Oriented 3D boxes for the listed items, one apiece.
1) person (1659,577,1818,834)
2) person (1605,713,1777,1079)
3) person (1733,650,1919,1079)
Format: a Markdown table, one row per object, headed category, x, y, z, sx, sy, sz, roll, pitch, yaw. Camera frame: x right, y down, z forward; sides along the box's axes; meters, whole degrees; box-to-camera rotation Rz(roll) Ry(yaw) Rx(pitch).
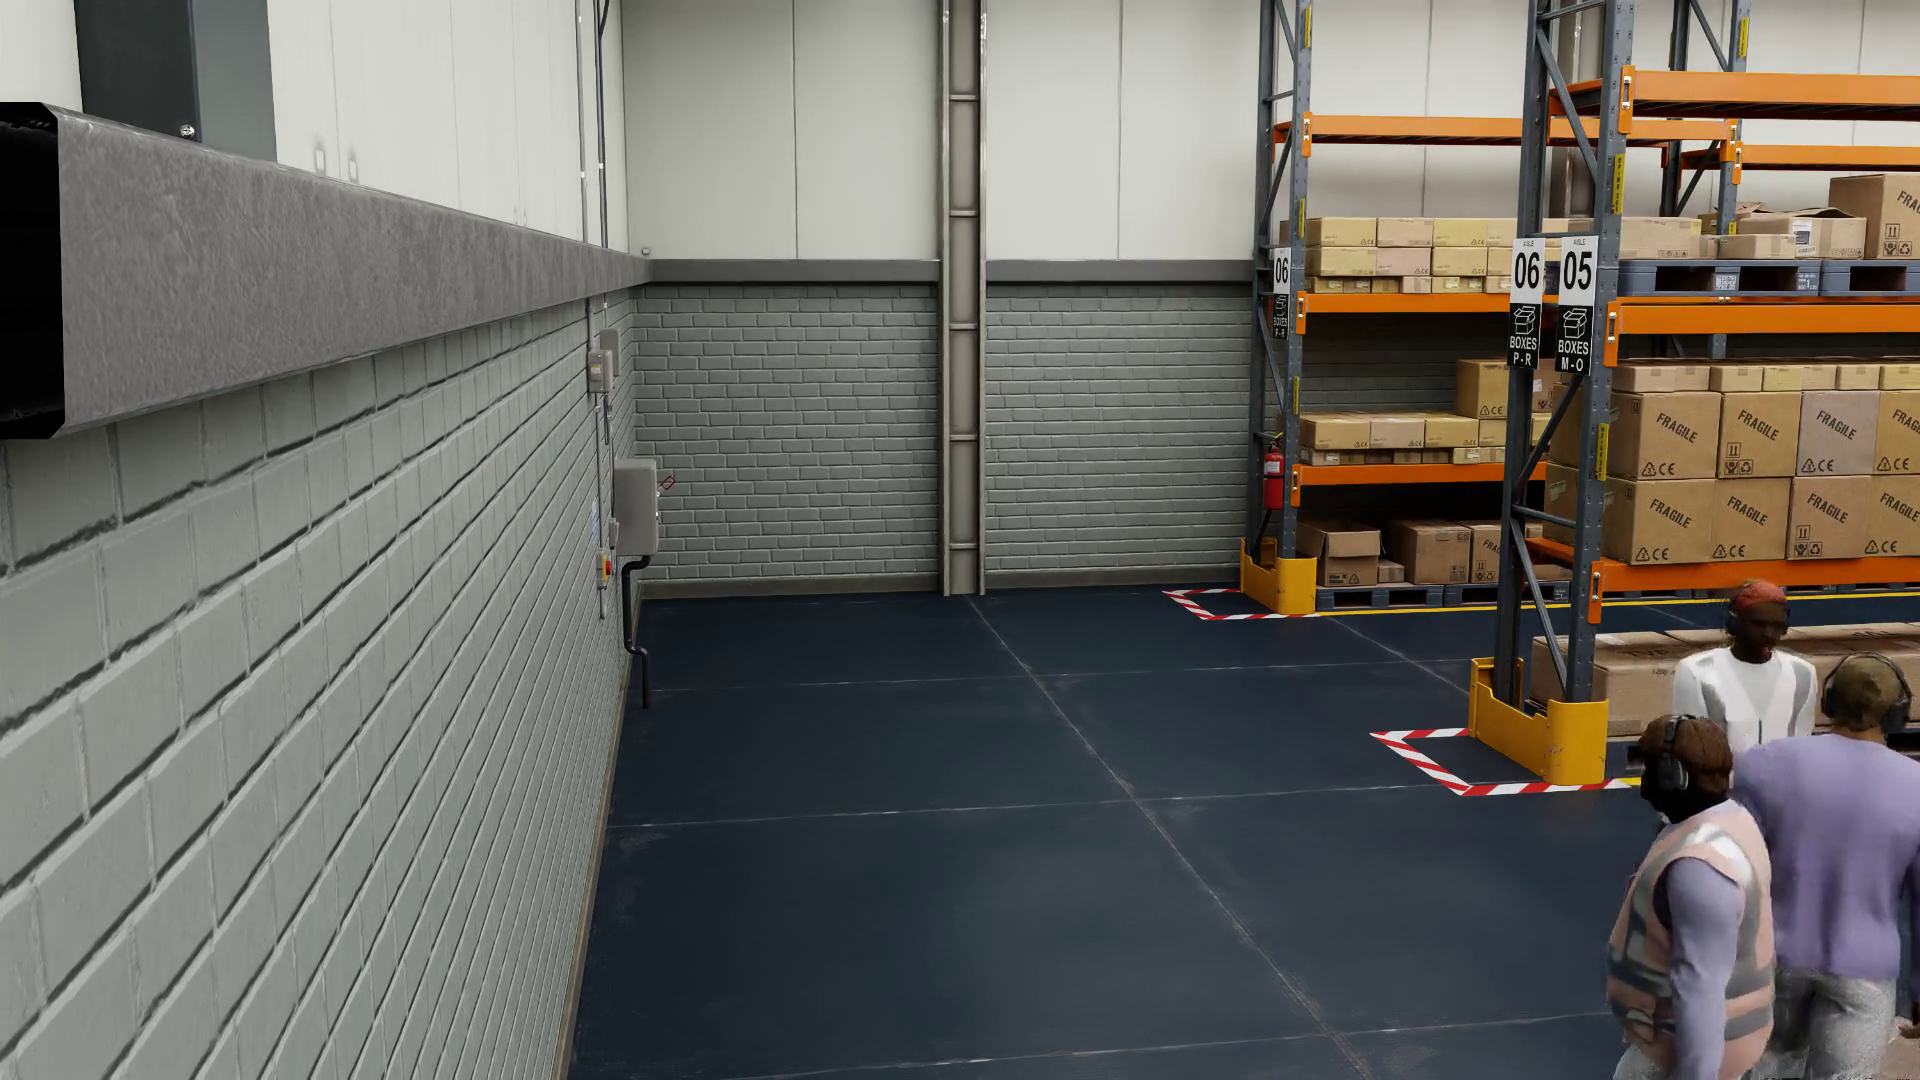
| category | x | y | z | sx | sy | sz | roll | pitch | yaw |
| --- | --- | --- | --- | --- | --- | --- | --- | --- | --- |
| person | 3.058 | 1.047 | 6.637 | 0.603 | 1.866 | 0.821 | 0 | 9 | -1 |
| person | 1.951 | 1.385 | 4.683 | 0.631 | 1.807 | 0.674 | 5 | 11 | 31 |
| person | 2.617 | 1.284 | 5.008 | 0.635 | 1.904 | 0.536 | 7 | 12 | 38 |
